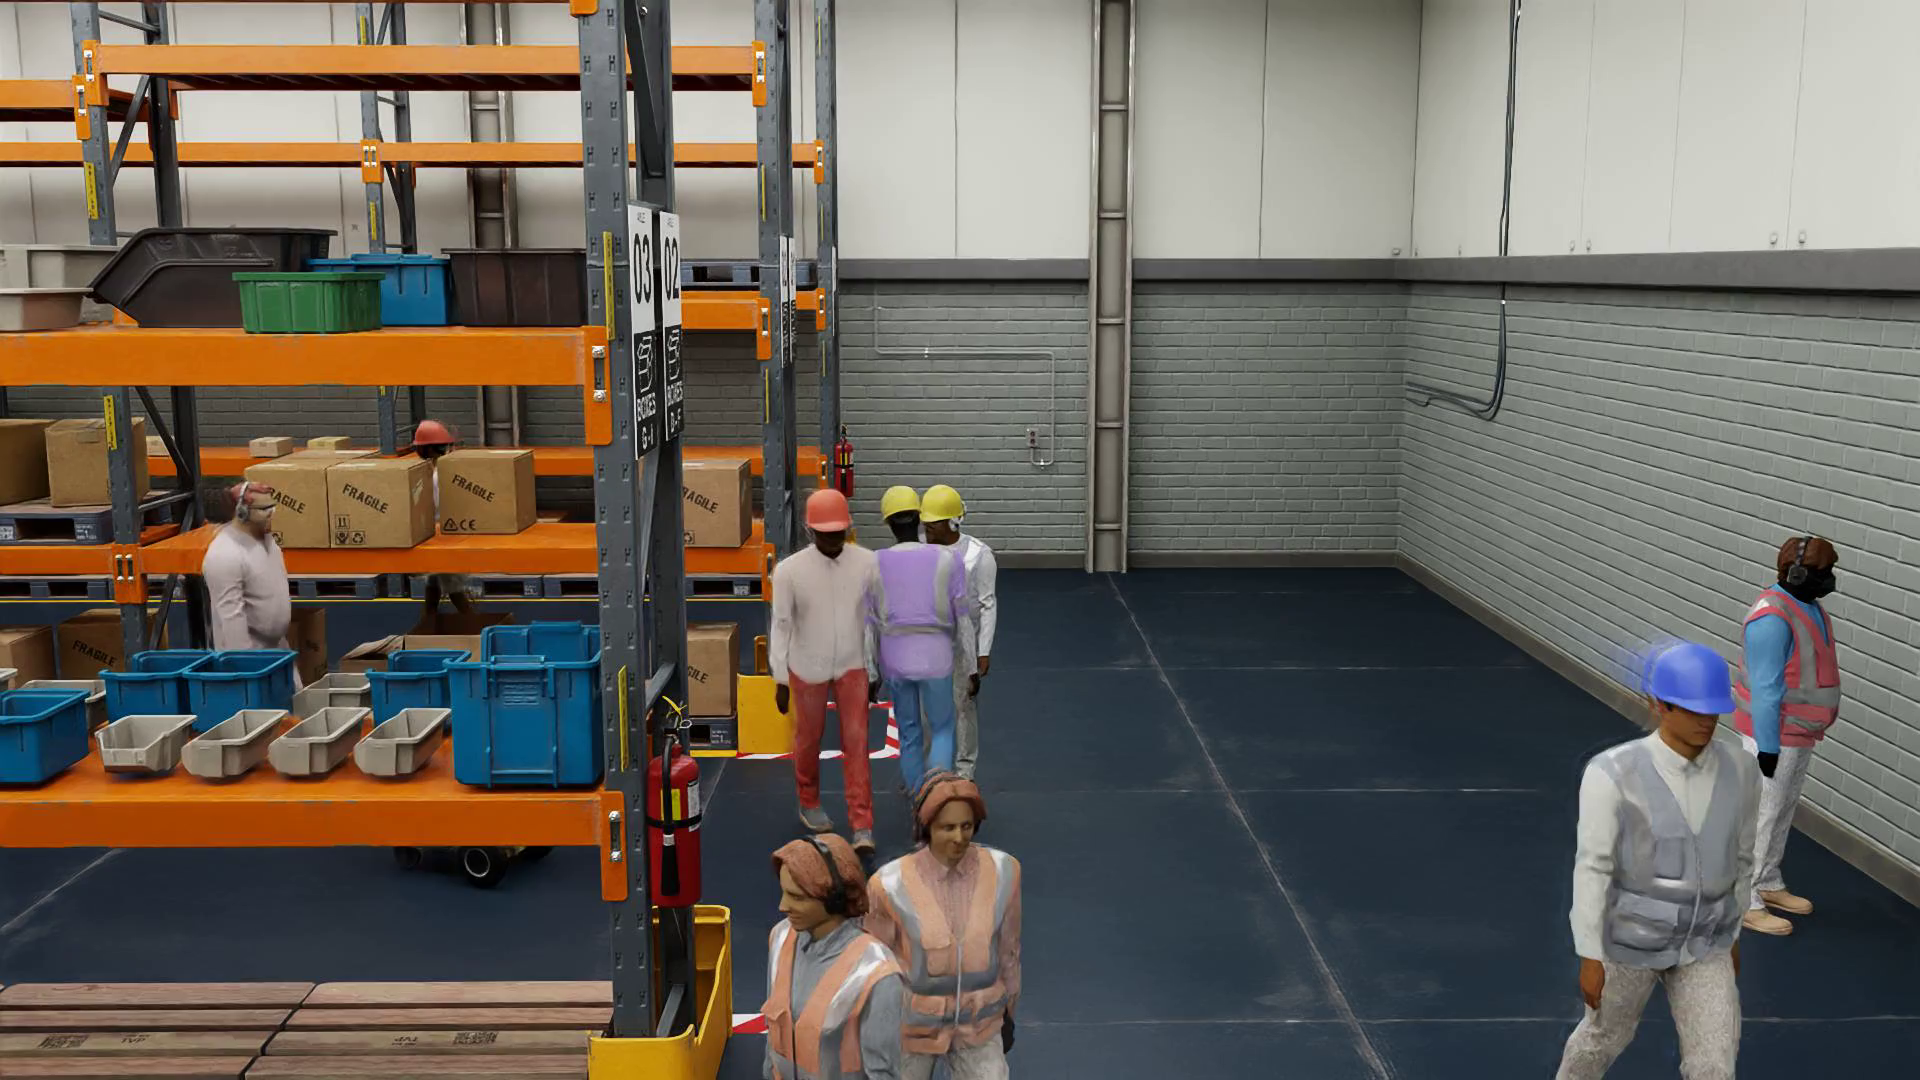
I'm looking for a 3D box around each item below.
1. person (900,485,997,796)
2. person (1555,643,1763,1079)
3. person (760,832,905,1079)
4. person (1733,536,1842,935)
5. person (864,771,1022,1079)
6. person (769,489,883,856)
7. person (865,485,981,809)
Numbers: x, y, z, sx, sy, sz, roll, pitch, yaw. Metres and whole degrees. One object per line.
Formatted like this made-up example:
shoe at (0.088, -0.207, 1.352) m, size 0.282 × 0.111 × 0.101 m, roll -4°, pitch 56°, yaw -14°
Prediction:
person at (-0.087, 0.587, 9.489) m, size 0.591 × 1.824 × 0.404 m, roll 4°, pitch 10°, yaw 24°
person at (2.214, 1.232, 5.317) m, size 0.634 × 1.906 × 0.993 m, roll -1°, pitch 9°, yaw -5°
person at (-0.318, 1.536, 4.276) m, size 0.313 × 1.630 × 0.522 m, roll -8°, pitch 12°, yaw -41°
person at (3.805, 0.884, 7.666) m, size 0.431 × 1.835 × 0.624 m, roll 8°, pitch 12°, yaw 41°
person at (-0.066, 1.443, 4.960) m, size 0.519 × 1.589 × 0.873 m, roll -3°, pitch 10°, yaw -18°
person at (-0.678, 0.672, 8.686) m, size 0.652 × 1.916 × 0.995 m, roll -3°, pitch 10°, yaw -20°
person at (-0.222, 0.666, 8.809) m, size 0.670 × 1.885 × 0.581 m, roll 0°, pitch 9°, yaw 3°
